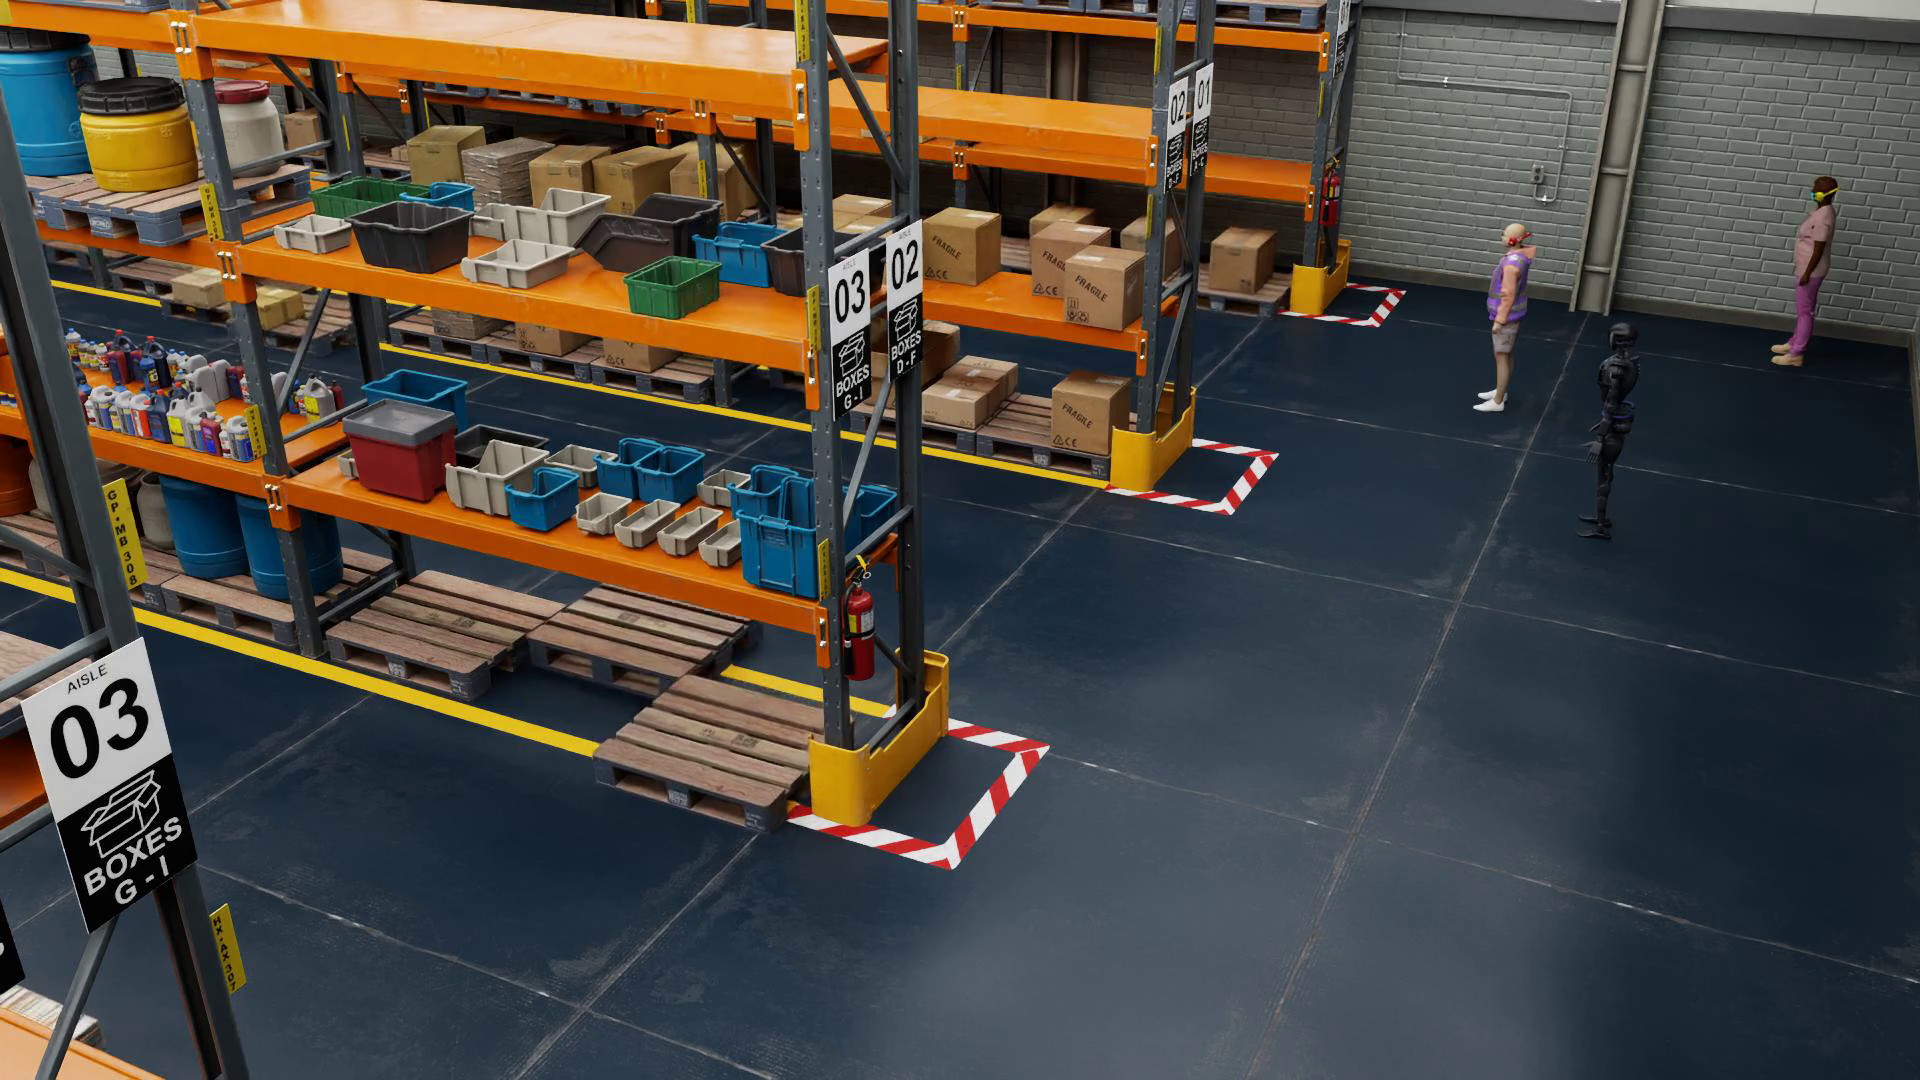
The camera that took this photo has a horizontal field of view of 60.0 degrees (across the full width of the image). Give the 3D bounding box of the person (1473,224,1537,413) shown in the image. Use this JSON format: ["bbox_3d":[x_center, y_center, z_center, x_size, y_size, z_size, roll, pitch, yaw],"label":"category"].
[{"bbox_3d":[4.804,-1.954,14.653,0.346,1.694,0.479,12,29,24],"label":"person"}]

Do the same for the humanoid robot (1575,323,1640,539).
[{"bbox_3d":[4.821,-0.818,12.361,0.315,1.653,0.599,12,29,23],"label":"humanoid robot"}]

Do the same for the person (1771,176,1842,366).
[{"bbox_3d":[8.030,-2.545,15.733,0.335,1.799,0.526,12,29,24],"label":"person"}]
